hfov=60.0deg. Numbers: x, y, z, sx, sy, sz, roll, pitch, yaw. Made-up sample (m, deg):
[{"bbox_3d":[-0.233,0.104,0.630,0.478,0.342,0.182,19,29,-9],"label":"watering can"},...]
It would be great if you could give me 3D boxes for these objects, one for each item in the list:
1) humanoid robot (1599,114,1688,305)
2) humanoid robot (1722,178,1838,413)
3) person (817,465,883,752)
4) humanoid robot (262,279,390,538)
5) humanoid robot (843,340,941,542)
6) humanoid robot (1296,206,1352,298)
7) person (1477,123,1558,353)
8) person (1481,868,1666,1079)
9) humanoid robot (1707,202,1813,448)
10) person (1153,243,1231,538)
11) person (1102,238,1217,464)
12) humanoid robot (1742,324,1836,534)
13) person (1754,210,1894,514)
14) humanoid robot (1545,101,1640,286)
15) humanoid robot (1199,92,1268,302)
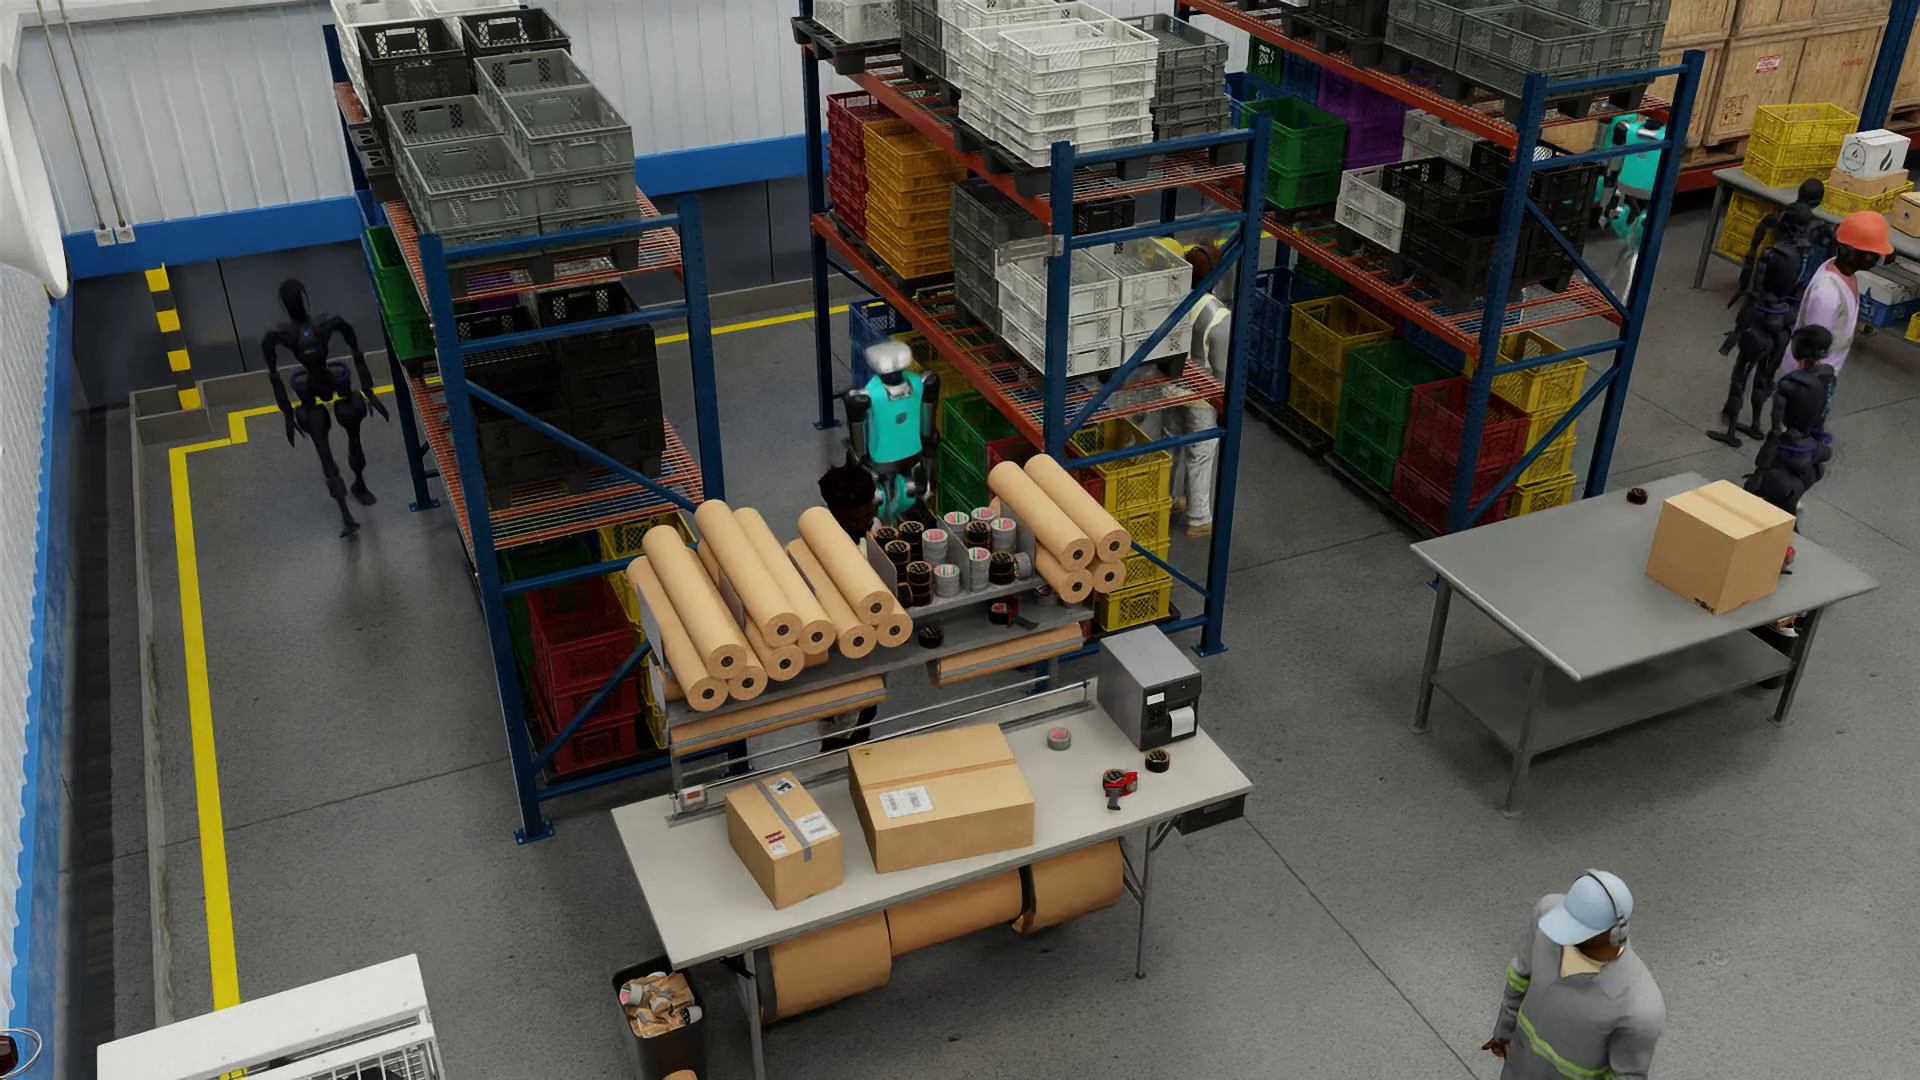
[{"bbox_3d":[5.204,-2.544,12.693,0.591,1.770,0.877,23,39,33],"label":"humanoid robot"},{"bbox_3d":[5.593,-1.649,11.358,0.611,1.645,0.763,17,36,26],"label":"humanoid robot"},{"bbox_3d":[-0.485,0.526,7.499,0.361,1.963,0.613,14,34,22],"label":"person"},{"bbox_3d":[-3.772,-0.820,9.989,0.616,1.624,0.768,-13,34,-20],"label":"humanoid robot"},{"bbox_3d":[-0.464,-0.315,9.170,0.546,1.891,0.805,-15,35,-23],"label":"humanoid robot"},{"bbox_3d":[2.802,-2.529,12.732,0.610,1.648,0.351,-27,41,-36],"label":"humanoid robot"},{"bbox_3d":[3.956,-2.217,12.028,0.572,1.887,0.354,-2,32,-3],"label":"person"},{"bbox_3d":[1.965,1.796,5.547,0.397,1.848,0.587,-11,33,-18],"label":"person"},{"bbox_3d":[5.294,-1.411,10.912,0.605,1.649,0.309,-18,36,-26],"label":"humanoid robot"},{"bbox_3d":[1.404,-0.888,9.911,0.429,1.846,0.625,-21,37,-30],"label":"person"},{"bbox_3d":[1.195,-1.047,10.240,0.738,1.785,0.522,12,34,18],"label":"person"},{"bbox_3d":[4.737,-0.429,9.383,0.585,1.624,0.715,-20,37,-29],"label":"humanoid robot"},{"bbox_3d":[5.107,-0.997,9.910,0.399,2.035,0.611,19,36,27],"label":"person"},{"bbox_3d":[4.915,-2.880,13.190,0.550,1.750,0.677,-25,40,-34],"label":"humanoid robot"},{"bbox_3d":[2.111,-2.537,12.759,0.723,1.861,0.552,4,32,7],"label":"humanoid robot"}]
